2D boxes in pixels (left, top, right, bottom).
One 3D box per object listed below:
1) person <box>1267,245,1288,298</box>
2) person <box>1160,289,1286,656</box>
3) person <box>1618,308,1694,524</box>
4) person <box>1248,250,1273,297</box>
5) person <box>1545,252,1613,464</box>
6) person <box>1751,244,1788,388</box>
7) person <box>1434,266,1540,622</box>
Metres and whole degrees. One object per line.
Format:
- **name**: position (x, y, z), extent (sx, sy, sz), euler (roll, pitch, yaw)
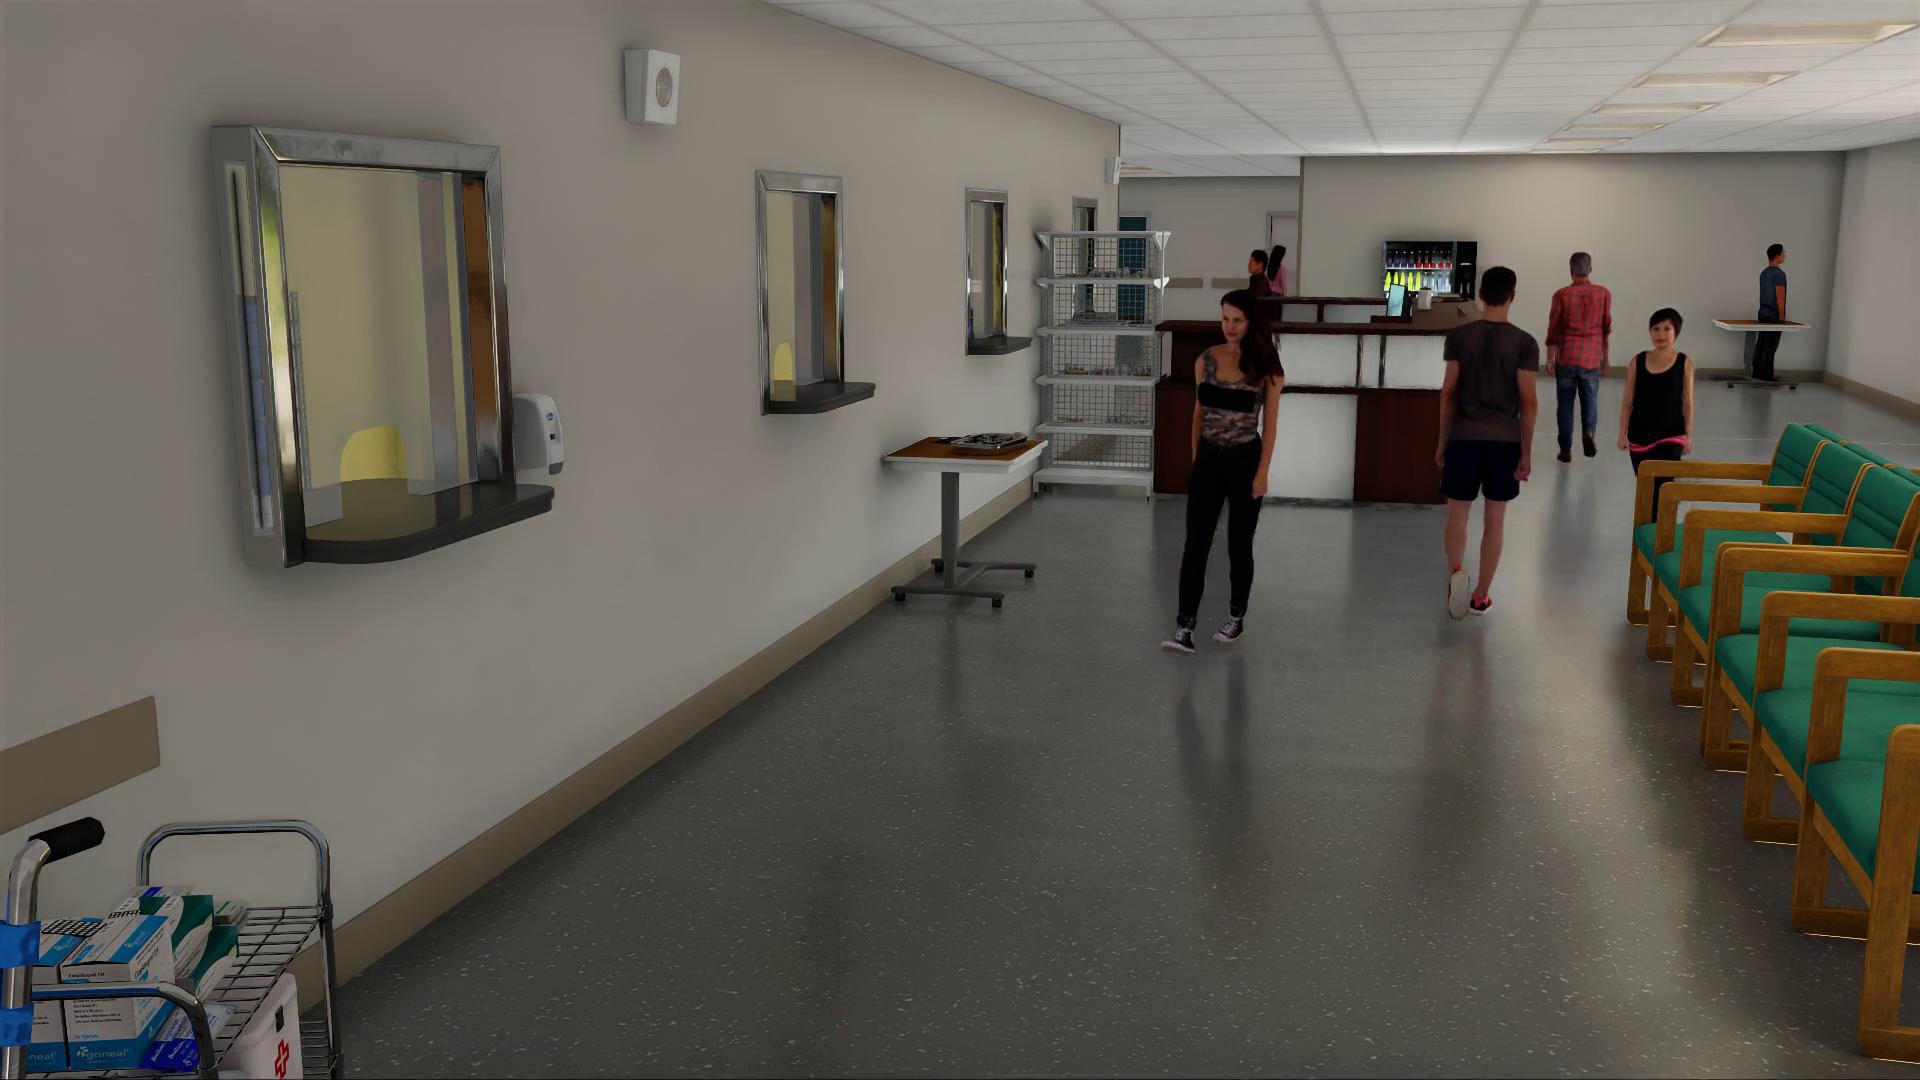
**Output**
- **person**: position (4.947, -3.817, 26.505), extent (0.844, 1.723, 0.782), euler (-6, 13, -31)
- **person**: position (1.347, -0.313, 8.022), extent (1.052, 1.730, 0.855), euler (6, 12, 30)
- **person**: position (4.386, -0.663, 10.448), extent (1.047, 1.512, 0.856), euler (7, 13, 33)
- **person**: position (3.395, -2.294, 18.413), extent (1.185, 1.747, 0.879), euler (-1, 11, -4)
- **person**: position (5.347, -1.554, 14.336), extent (0.705, 1.813, 0.783), euler (2, 11, 11)
- **person**: position (10.446, -2.899, 21.433), extent (0.645, 1.810, 0.706), euler (0, 11, -1)
- **person**: position (2.666, -0.463, 8.534), extent (0.999, 1.833, 0.795), euler (5, 12, 23)
